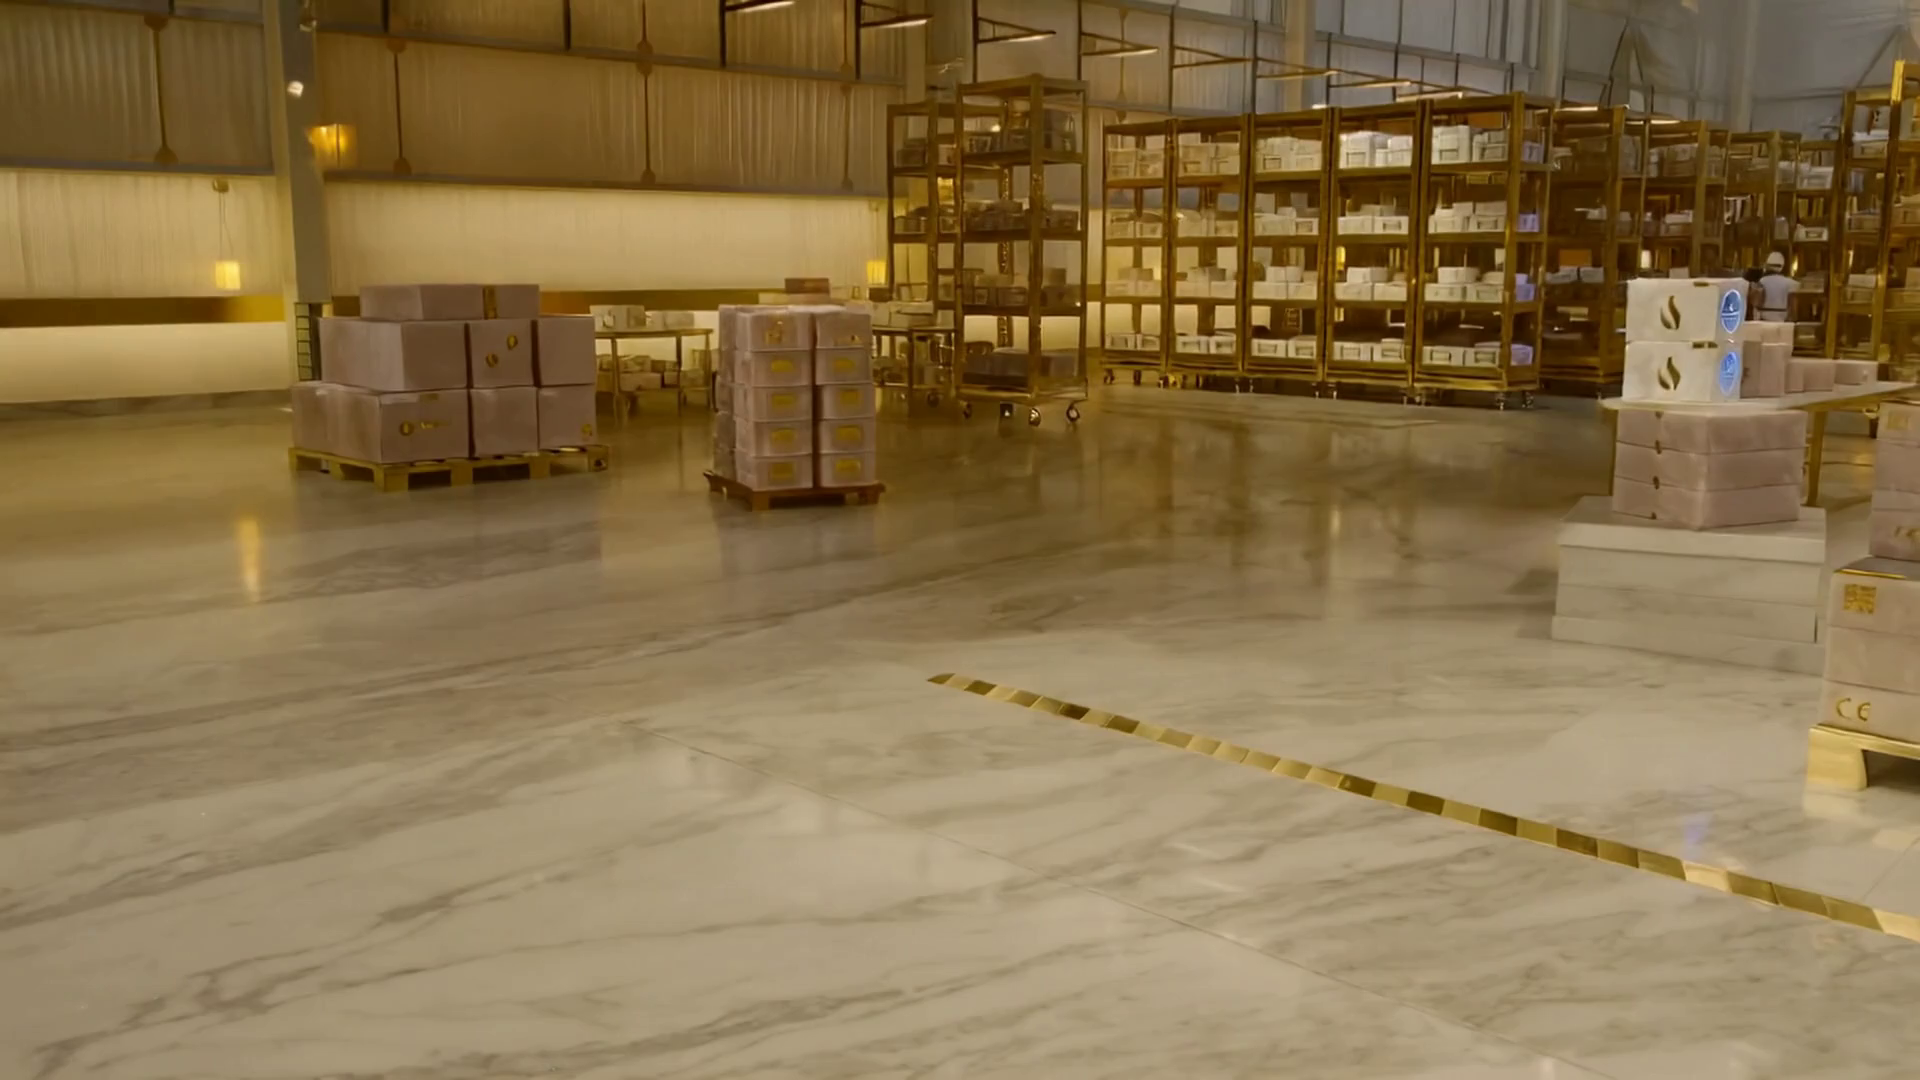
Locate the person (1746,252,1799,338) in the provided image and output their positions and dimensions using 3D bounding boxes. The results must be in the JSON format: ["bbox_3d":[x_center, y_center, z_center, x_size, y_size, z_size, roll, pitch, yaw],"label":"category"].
[{"bbox_3d":[9.936,-2.604,20.408,0.600,1.833,0.404,1,10,9],"label":"person"}]
